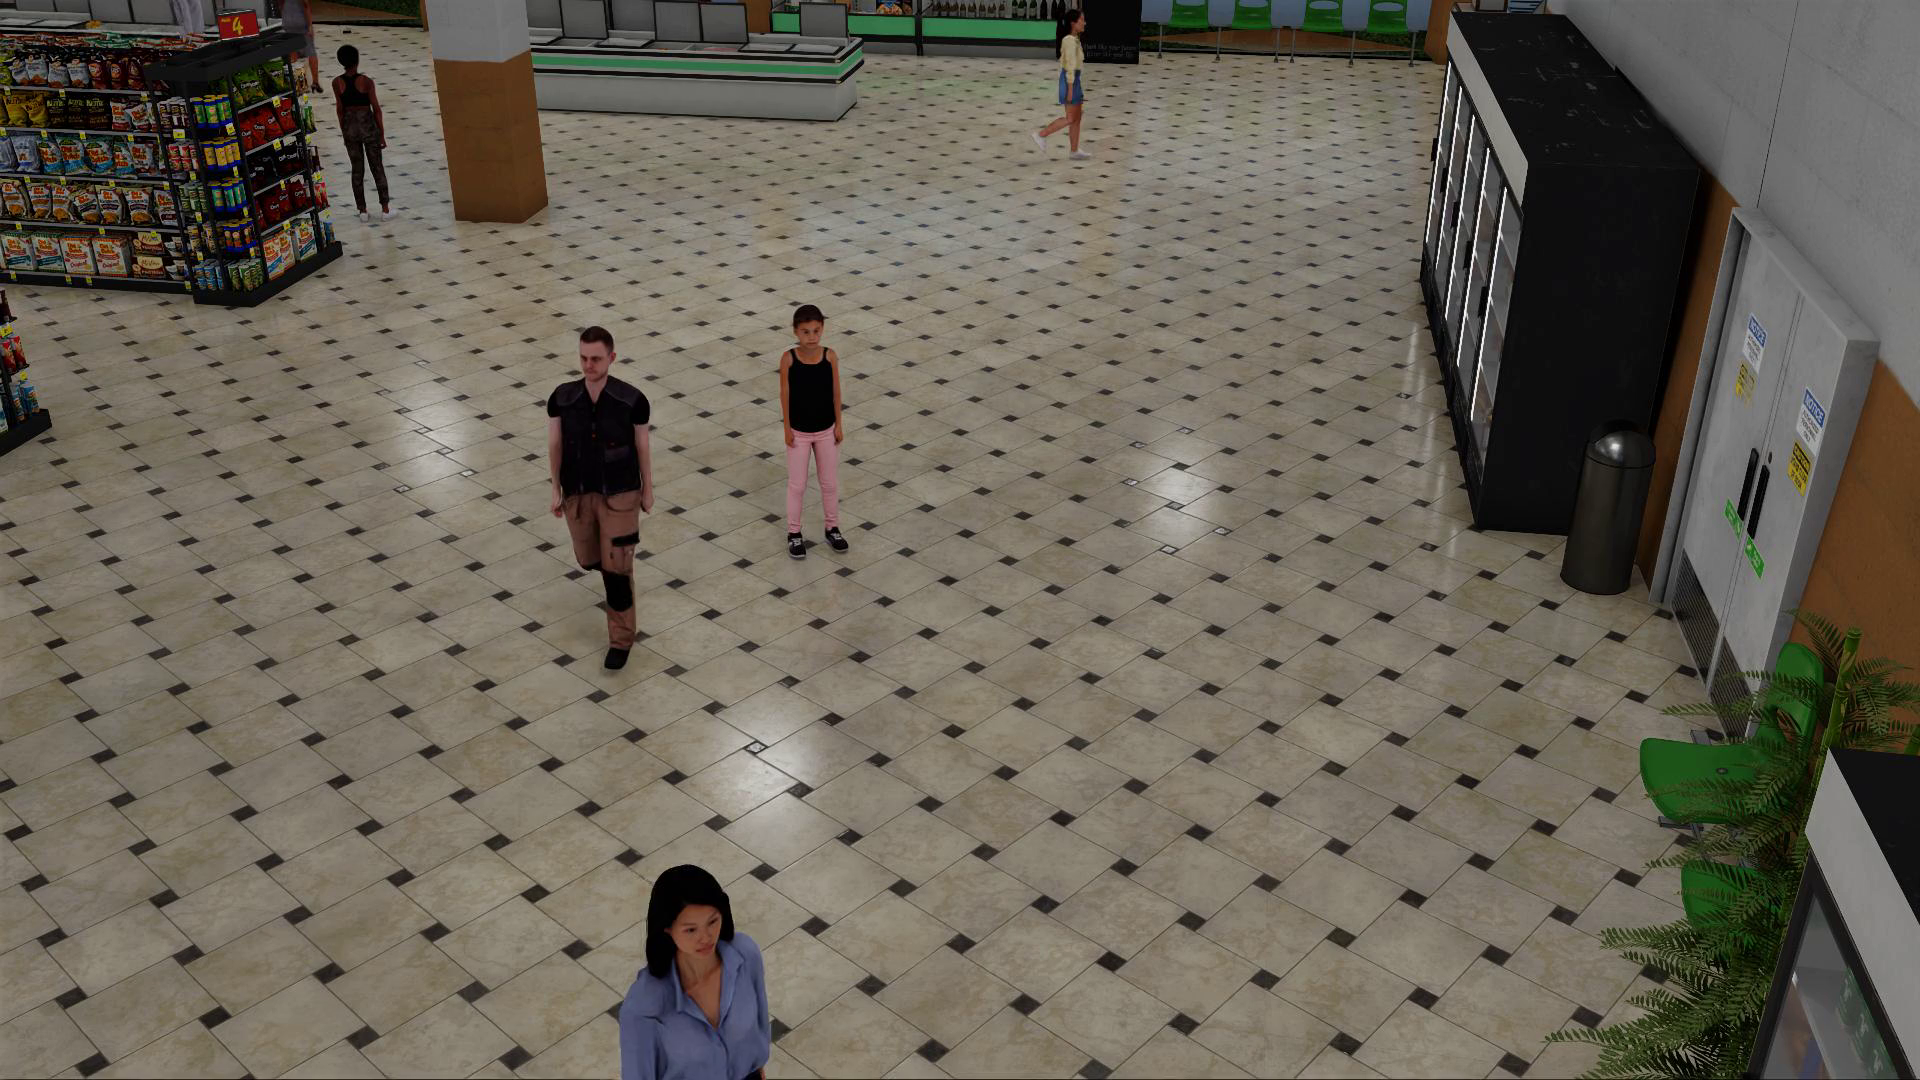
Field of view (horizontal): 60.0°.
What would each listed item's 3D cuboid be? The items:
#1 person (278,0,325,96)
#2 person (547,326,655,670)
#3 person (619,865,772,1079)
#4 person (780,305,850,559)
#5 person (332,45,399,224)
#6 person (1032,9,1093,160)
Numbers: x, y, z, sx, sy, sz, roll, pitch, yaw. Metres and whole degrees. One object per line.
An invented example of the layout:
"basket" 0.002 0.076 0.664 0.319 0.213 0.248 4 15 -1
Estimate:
"person" -8.493 -6.514 21.146 0.784 1.751 0.662 6 27 11
"person" -1.868 -0.285 8.795 1.060 1.812 0.810 2 27 4
"person" -0.821 1.678 5.058 1.174 1.691 1.204 -16 31 -28
"person" -0.876 -0.647 9.786 0.548 1.562 0.645 -8 28 -15
"person" -5.803 -3.940 16.125 0.554 1.701 0.687 -3 27 -5
"person" 1.141 -4.982 18.272 0.966 1.617 0.753 -1 27 -2
